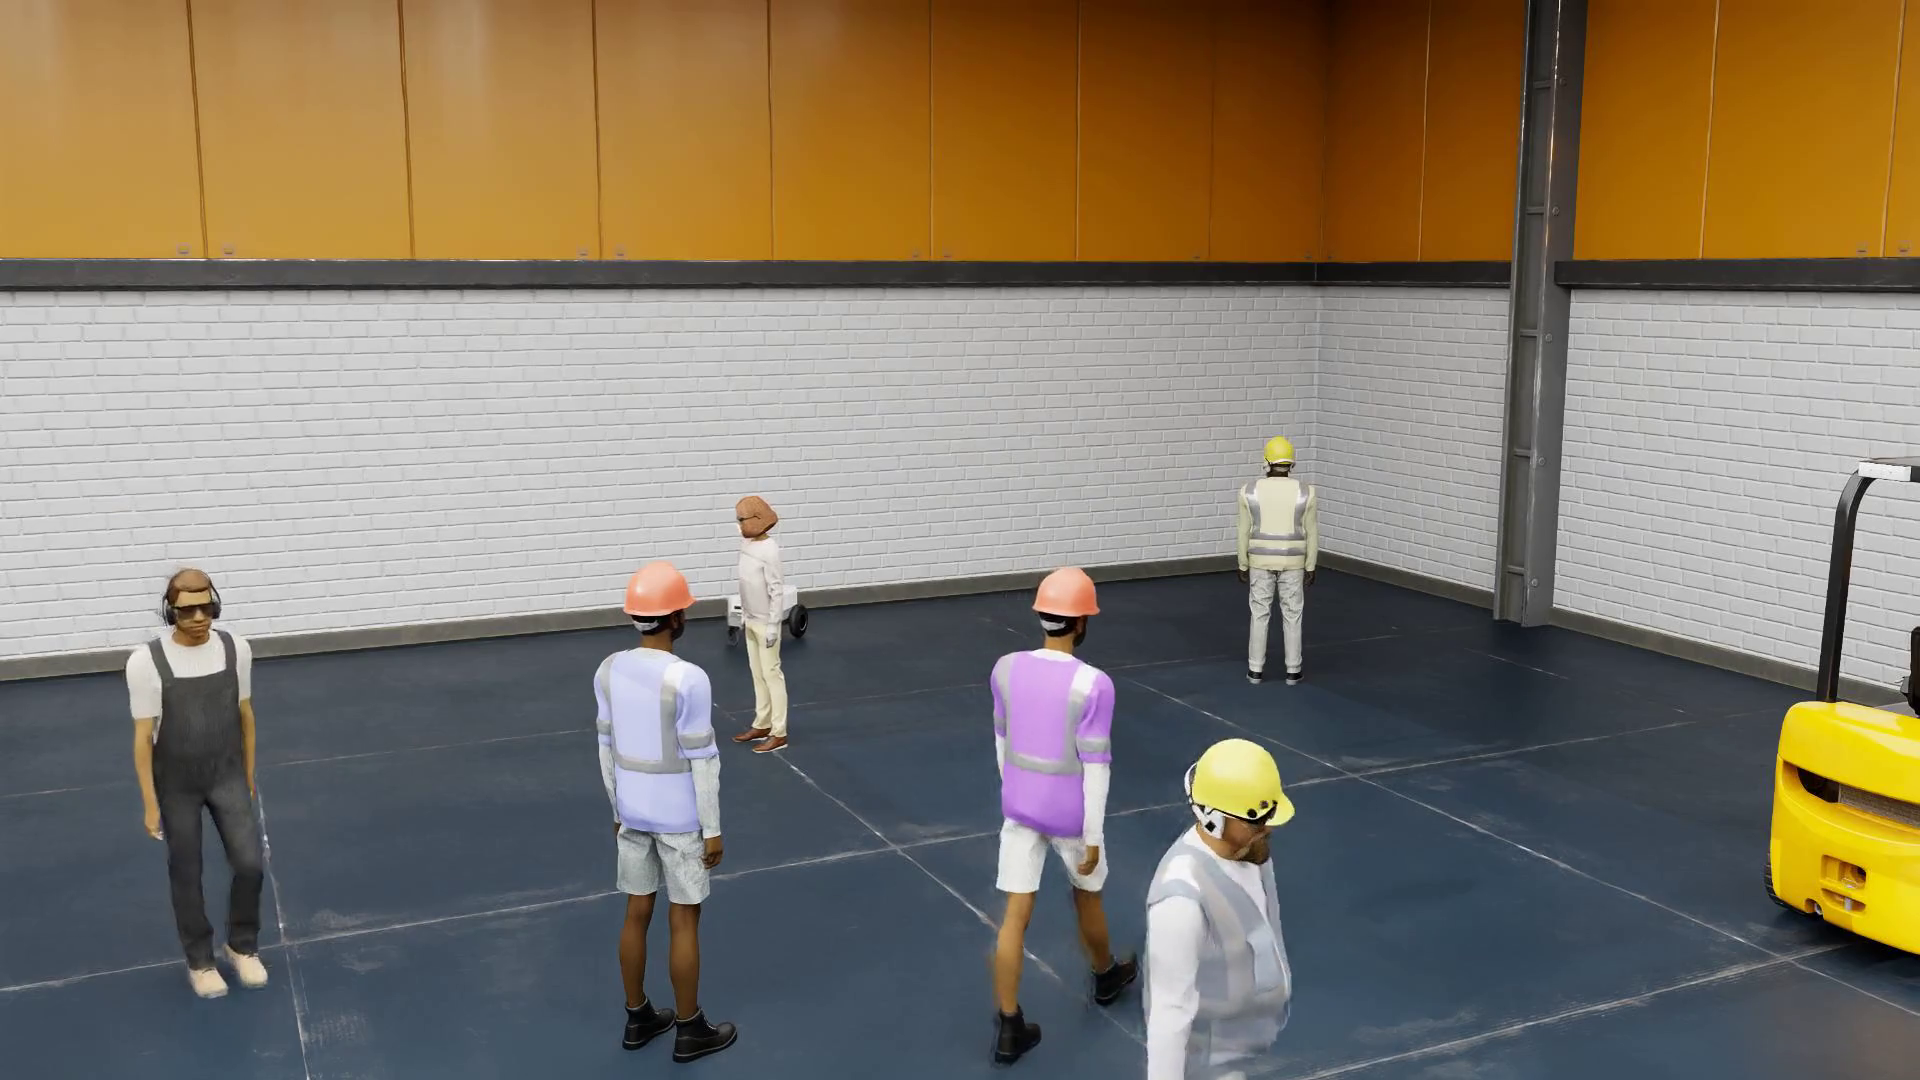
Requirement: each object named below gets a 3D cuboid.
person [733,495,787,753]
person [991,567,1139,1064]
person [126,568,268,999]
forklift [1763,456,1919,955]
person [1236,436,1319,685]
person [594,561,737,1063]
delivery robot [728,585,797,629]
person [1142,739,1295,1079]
[{"bbox_3d":[-1.277,0.527,10.555,0.292,1.632,0.502,-5,10,-28],"label":"person"},{"bbox_3d":[0.397,1.037,6.594,0.571,1.884,0.971,5,11,30],"label":"person"},{"bbox_3d":[-3.140,1.021,6.888,0.502,1.828,0.491,-7,12,-38],"label":"person"},{"bbox_3d":[4.857,0.731,7.561,2.313,2.155,1.214,-4,10,-25],"label":"forklift"},{"bbox_3d":[2.335,0.154,12.242,0.597,1.836,0.404,2,9,11],"label":"person"},{"bbox_3d":[-1.135,1.041,6.414,0.545,1.942,0.354,5,10,29],"label":"person"},{"bbox_3d":[-1.614,0.523,13.628,0.477,0.478,0.707,3,10,18],"label":"delivery robot"},{"bbox_3d":[0.649,1.396,4.748,0.819,1.796,0.644,5,10,26],"label":"person"}]
